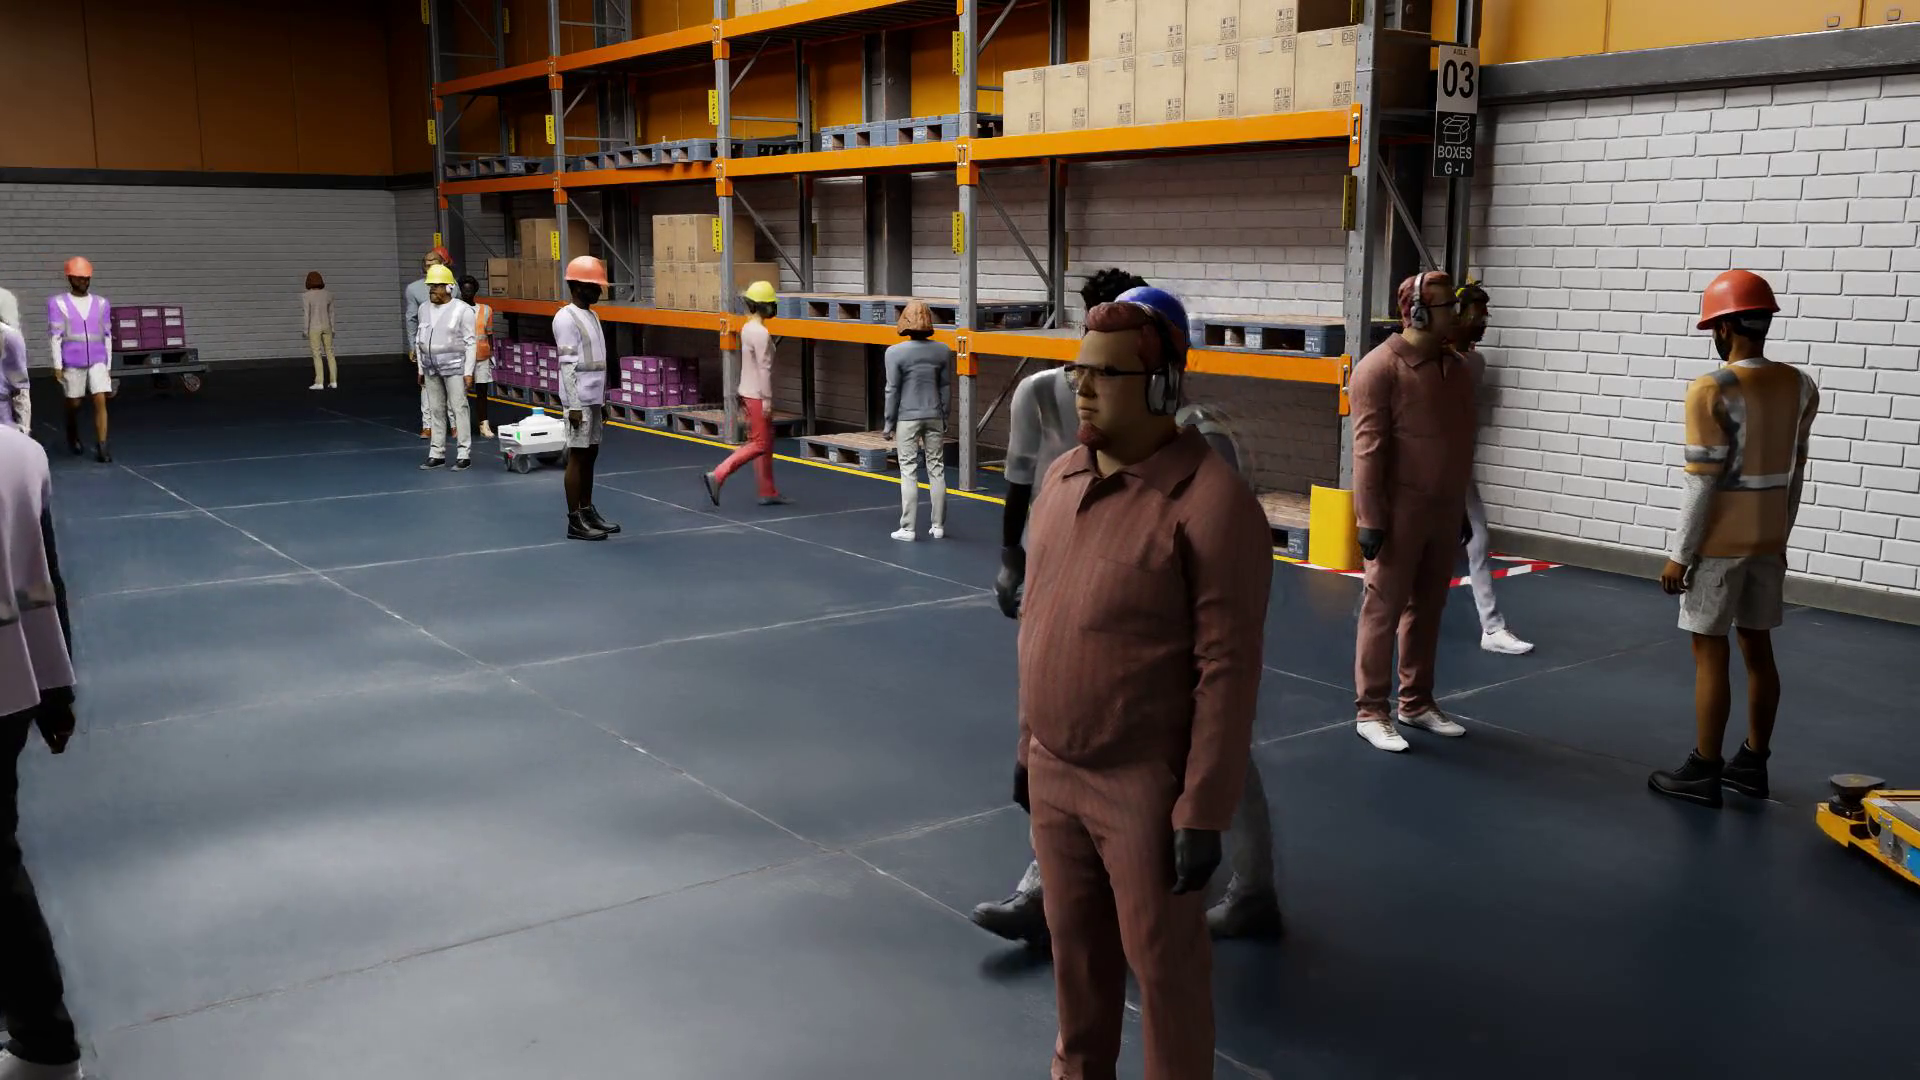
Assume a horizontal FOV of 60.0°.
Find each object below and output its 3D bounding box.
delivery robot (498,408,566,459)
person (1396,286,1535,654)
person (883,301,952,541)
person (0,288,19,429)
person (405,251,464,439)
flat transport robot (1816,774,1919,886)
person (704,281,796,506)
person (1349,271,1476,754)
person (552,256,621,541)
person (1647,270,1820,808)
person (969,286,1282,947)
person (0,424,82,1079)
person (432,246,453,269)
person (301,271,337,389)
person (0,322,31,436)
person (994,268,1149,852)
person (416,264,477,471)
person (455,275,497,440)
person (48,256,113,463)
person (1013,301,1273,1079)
[{"bbox_3d":[-3.755,-0.937,14.839,0.477,0.478,0.707,8,13,39],"label":"delivery robot"},{"bbox_3d":[2.447,-0.367,8.392,0.516,1.821,0.998,-6,12,-31],"label":"person"},{"bbox_3d":[-0.287,-0.806,11.344,0.497,1.633,0.283,-5,11,-26],"label":"person"},{"bbox_3d":[-9.346,-1.756,16.017,0.641,1.886,1.061,-2,10,-12],"label":"person"},{"bbox_3d":[-5.413,-2.013,17.251,0.634,1.939,0.367,-2,10,-13],"label":"person"},{"bbox_3d":[3.262,1.010,4.990,0.652,0.197,1.431,0,10,0],"label":"flat transport robot"},{"bbox_3d":[-1.609,-1.091,12.650,0.683,1.749,0.530,-4,11,-21],"label":"person"},{"bbox_3d":[1.848,-0.116,6.700,0.651,1.911,0.409,-7,13,-36],"label":"person"},{"bbox_3d":[-2.559,-0.970,11.416,0.358,1.937,0.544,1,10,7],"label":"person"},{"bbox_3d":[2.767,0.001,6.000,0.543,1.928,0.373,-4,11,-21],"label":"person"},{"bbox_3d":[0.531,0.252,4.668,0.977,1.895,0.618,-5,11,-27],"label":"person"},{"bbox_3d":[-2.415,0.392,3.891,0.624,1.903,0.600,-1,10,-5],"label":"person"},{"bbox_3d":[-6.731,-2.815,21.629,0.415,1.984,0.845,-2,10,-11],"label":"person"},{"bbox_3d":[-8.917,-2.910,23.132,0.279,1.631,0.504,7,12,35],"label":"person"},{"bbox_3d":[-5.500,-0.585,9.284,0.585,1.928,0.368,-2,10,-8],"label":"person"},{"bbox_3d":[0.453,0.089,5.469,0.635,1.934,0.644,-2,10,-10],"label":"person"},{"bbox_3d":[-4.594,-1.526,14.816,0.586,1.835,0.403,3,11,18],"label":"person"},{"bbox_3d":[-5.052,-1.883,17.190,0.541,1.698,0.315,-7,13,-36],"label":"person"},{"bbox_3d":[-8.208,-1.692,15.553,0.551,1.915,0.881,-8,13,-39],"label":"person"},{"bbox_3d":[0.316,0.472,3.411,0.410,1.912,0.643,-7,12,-36],"label":"person"}]
